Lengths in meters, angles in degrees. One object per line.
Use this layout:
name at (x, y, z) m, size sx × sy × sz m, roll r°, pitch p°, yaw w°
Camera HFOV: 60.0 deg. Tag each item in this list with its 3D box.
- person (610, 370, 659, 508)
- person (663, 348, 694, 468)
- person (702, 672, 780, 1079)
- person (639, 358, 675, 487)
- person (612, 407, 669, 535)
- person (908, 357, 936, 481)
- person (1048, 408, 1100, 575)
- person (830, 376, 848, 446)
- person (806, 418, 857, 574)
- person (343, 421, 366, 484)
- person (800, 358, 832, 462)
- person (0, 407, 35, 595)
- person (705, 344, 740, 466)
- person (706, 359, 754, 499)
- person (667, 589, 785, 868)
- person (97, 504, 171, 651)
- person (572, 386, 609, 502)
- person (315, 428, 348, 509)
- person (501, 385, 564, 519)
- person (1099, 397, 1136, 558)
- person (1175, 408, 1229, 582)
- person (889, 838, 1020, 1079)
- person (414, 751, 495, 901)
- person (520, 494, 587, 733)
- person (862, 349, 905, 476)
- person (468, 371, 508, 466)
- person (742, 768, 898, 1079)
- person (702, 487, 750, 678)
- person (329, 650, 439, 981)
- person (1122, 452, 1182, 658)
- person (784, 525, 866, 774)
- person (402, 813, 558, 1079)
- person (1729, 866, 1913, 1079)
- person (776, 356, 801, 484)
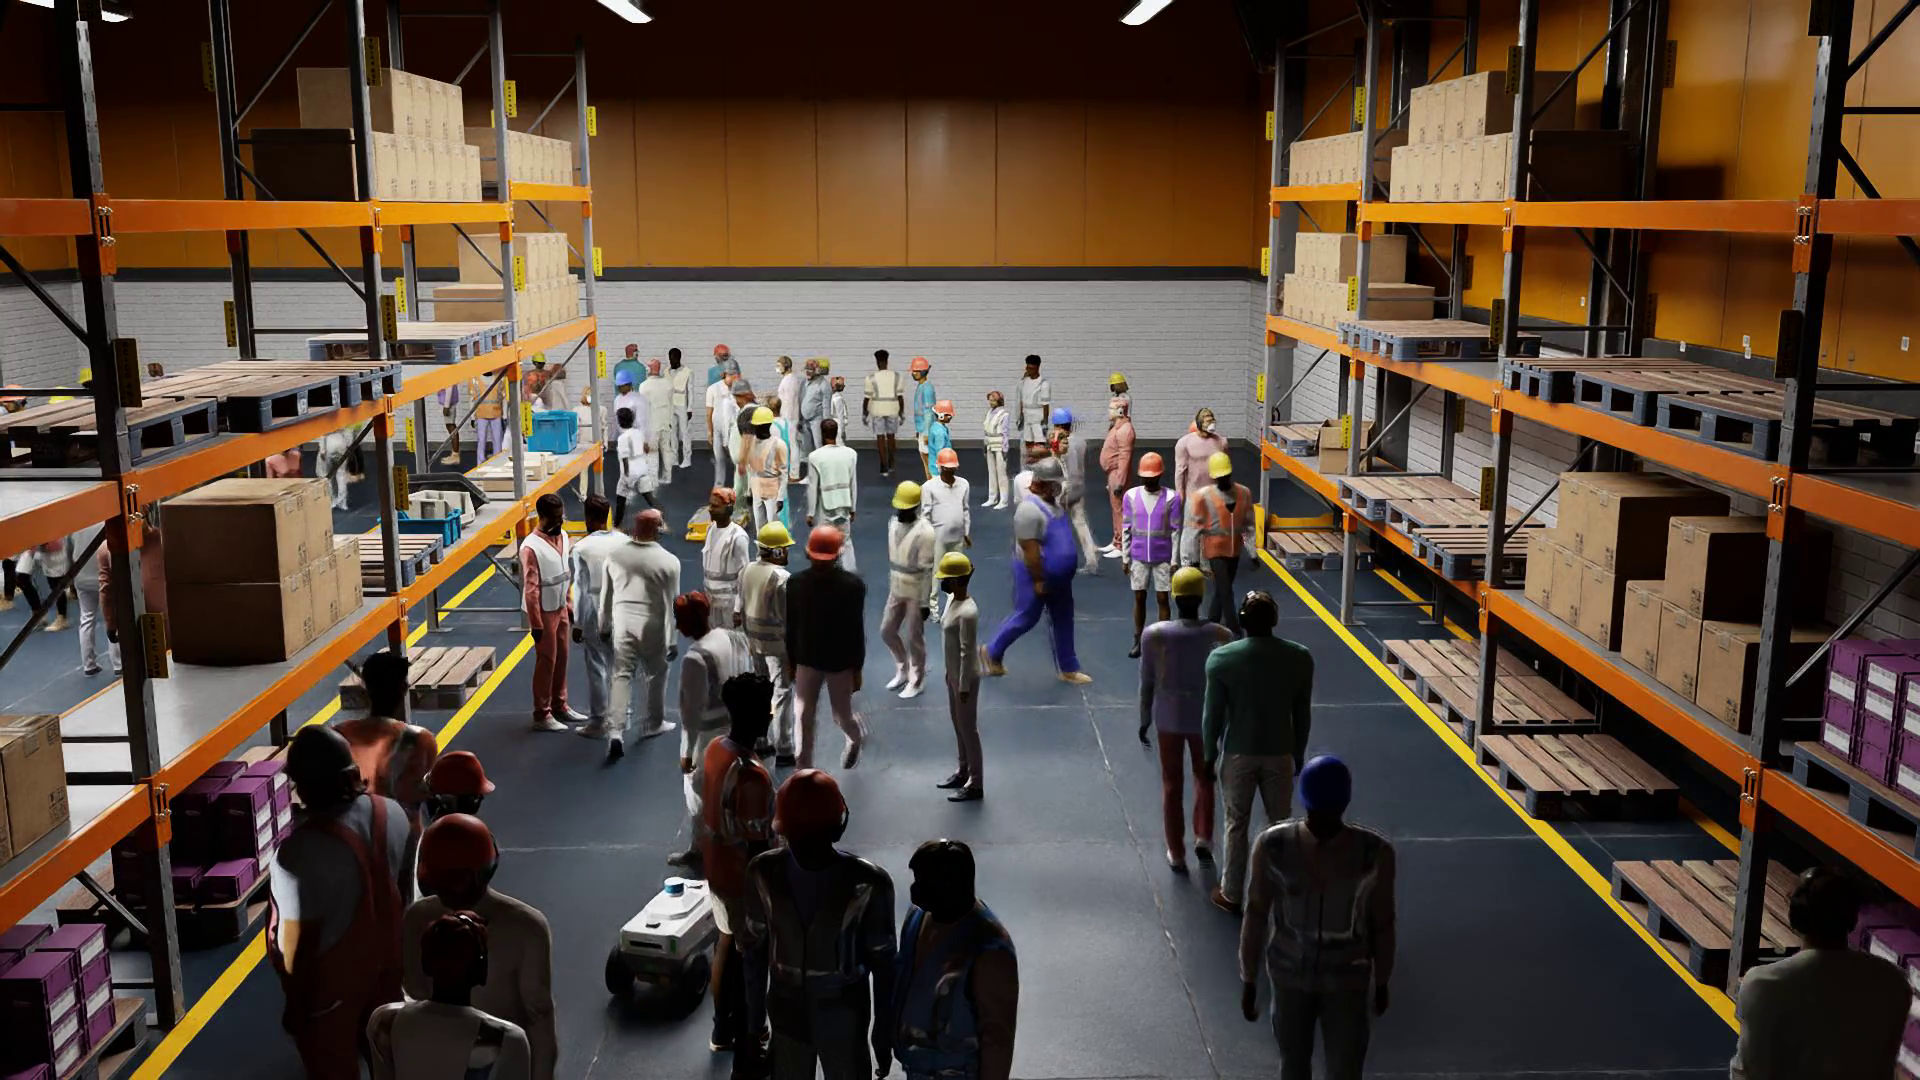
person at (-4.529, -1.388, 22.876) m, size 0.502 × 1.926 × 0.635 m, roll -10°, pitch 15°, yaw -42°
person at (-4.498, -2.117, 26.569) m, size 0.588 × 1.914 × 0.392 m, roll 6°, pitch 13°, yaw 28°
person at (-1.027, 1.579, 7.926) m, size 0.374 × 1.958 × 0.606 m, roll -6°, pitch 13°, yaw -26°
person at (-4.528, -1.740, 24.682) m, size 0.410 × 1.913 × 0.643 m, roll 8°, pitch 14°, yaw 35°
person at (-4.076, -0.849, 20.855) m, size 0.886 × 1.655 × 0.552 m, roll 5°, pitch 12°, yaw 22°
person at (-0.532, -1.579, 23.585) m, size 0.421 × 2.033 × 0.608 m, roll -2°, pitch 11°, yaw -10°
person at (1.189, -0.547, 18.748) m, size 0.615 × 1.907 × 0.963 m, roll -10°, pitch 15°, yaw -41°
person at (-1.821, -1.613, 24.733) m, size 0.308 × 1.640 × 0.510 m, roll -5°, pitch 12°, yaw -23°
person at (-1.339, -0.338, 17.668) m, size 0.593 × 1.911 × 0.387 m, roll -9°, pitch 14°, yaw -38°
person at (-9.186, -1.696, 25.000) m, size 0.317 × 1.695 × 0.540 m, roll 3°, pitch 12°, yaw 16°
person at (-2.213, -2.110, 27.049) m, size 0.874 × 1.697 × 0.495 m, roll -1°, pitch 11°, yaw -7°
person at (-10.218, -0.432, 17.799) m, size 0.535 × 2.000 × 0.683 m, roll -4°, pitch 12°, yaw -21°
person at (-3.737, -2.149, 26.620) m, size 0.651 × 1.962 × 0.859 m, roll -10°, pitch 15°, yaw -41°
person at (-3.215, -1.547, 23.388) m, size 0.681 × 2.000 × 0.535 m, roll -2°, pitch 11°, yaw -8°
person at (-1.488, 1.186, 10.198) m, size 0.705 × 1.846 × 0.627 m, roll 3°, pitch 12°, yaw 13°
person at (-6.341, 0.607, 12.964) m, size 0.636 × 1.900 × 0.399 m, roll -4°, pitch 12°, yaw -20°
person at (-5.204, -1.355, 23.446) m, size 0.502 × 1.636 × 0.280 m, roll -3°, pitch 12°, yaw -15°
person at (-8.624, -1.264, 22.768) m, size 0.435 × 1.731 × 0.538 m, roll 6°, pitch 13°, yaw 27°
person at (-5.504, -1.057, 21.424) m, size 0.955 × 1.857 × 0.728 m, roll 6°, pitch 13°, yaw 26°
person at (1.858, -0.745, 19.696) m, size 0.411 × 1.913 × 0.643 m, roll 0°, pitch 11°, yaw -1°
person at (2.667, -0.490, 18.346) m, size 0.635 × 1.940 × 0.366 m, roll -3°, pitch 12°, yaw -17°
person at (-0.043, 1.983, 6.202) m, size 0.430 × 1.840 × 0.622 m, roll -6°, pitch 13°, yaw -30°
person at (-2.233, 1.781, 7.457) m, size 0.370 × 1.742 × 0.569 m, roll -1°, pitch 11°, yaw -5°
person at (-3.250, 0.568, 13.130) m, size 0.397 × 1.909 × 0.599 m, roll 3°, pitch 12°, yaw 14°
person at (-1.218, -1.992, 25.850) m, size 0.639 × 1.941 × 0.773 m, roll -3°, pitch 12°, yaw -15°
person at (-7.232, -1.916, 25.550) m, size 0.585 × 1.917 × 0.381 m, roll -5°, pitch 12°, yaw -23°
person at (-0.547, 1.848, 6.361) m, size 0.611 × 2.042 × 0.395 m, roll 3°, pitch 12°, yaw 15°
person at (-1.915, 0.500, 13.520) m, size 0.352 × 1.884 × 0.580 m, roll -9°, pitch 14°, yaw -38°
person at (-2.855, 1.494, 8.443) m, size 0.609 × 1.917 × 0.950 m, roll 3°, pitch 12°, yaw 14°
person at (1.741, 0.148, 15.190) m, size 0.545 × 1.927 × 0.390 m, roll 3°, pitch 12°, yaw 17°
person at (-0.919, 0.826, 11.706) m, size 0.644 × 1.959 × 0.764 m, roll 3°, pitch 12°, yaw 15°
person at (-1.760, 1.935, 6.075) m, size 0.616 × 1.986 × 0.407 m, roll 3°, pitch 12°, yaw 15°
person at (2.891, 2.022, 5.813) m, size 0.655 × 1.911 × 0.758 m, roll -2°, pitch 11°, yaw -8°
person at (-2.562, -1.800, 24.947) m, size 0.364 × 1.931 × 0.633 m, roll -1°, pitch 11°, yaw -3°
